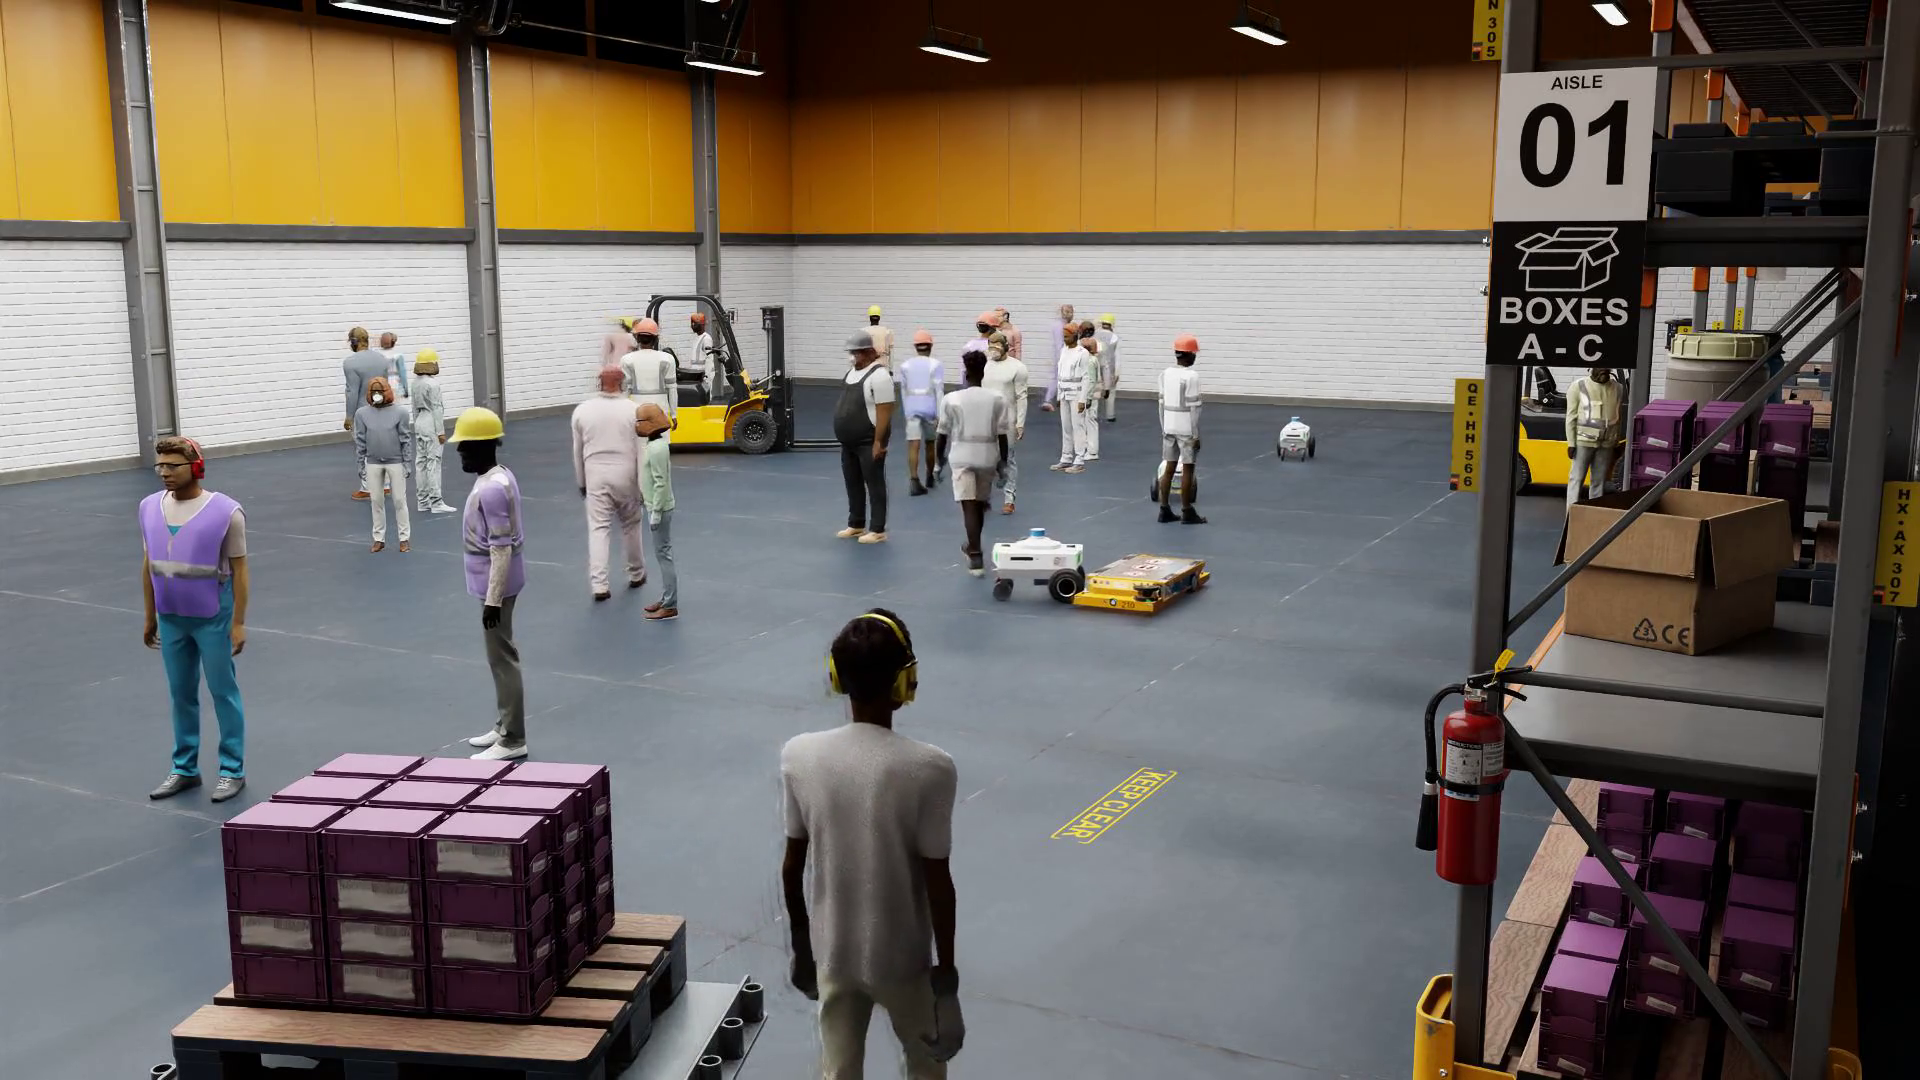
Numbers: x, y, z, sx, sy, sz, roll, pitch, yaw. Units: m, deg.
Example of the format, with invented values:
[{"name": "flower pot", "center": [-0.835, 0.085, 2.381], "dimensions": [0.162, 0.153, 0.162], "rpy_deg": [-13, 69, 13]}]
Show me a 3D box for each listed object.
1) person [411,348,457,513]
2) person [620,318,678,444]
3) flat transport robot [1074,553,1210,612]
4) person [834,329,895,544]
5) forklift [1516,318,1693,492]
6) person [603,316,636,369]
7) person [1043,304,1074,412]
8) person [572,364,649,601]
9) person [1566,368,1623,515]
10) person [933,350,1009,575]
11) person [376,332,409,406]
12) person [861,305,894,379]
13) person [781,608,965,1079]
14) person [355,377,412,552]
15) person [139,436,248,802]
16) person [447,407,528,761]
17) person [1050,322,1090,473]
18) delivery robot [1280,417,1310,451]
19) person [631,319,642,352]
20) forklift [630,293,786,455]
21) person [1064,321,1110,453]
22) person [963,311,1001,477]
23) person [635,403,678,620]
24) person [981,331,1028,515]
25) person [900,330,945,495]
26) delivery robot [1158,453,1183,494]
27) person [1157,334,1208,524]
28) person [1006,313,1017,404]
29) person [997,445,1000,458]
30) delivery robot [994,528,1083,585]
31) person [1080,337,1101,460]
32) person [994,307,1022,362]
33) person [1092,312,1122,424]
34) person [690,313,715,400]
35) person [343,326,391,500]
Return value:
[{"name": "person", "center": [-5.615, -1.159, 17.649], "dimensions": [0.484, 1.744, 0.294], "rpy_deg": [8, 13, 40]}, {"name": "person", "center": [-3.370, -1.381, 18.065], "dimensions": [0.607, 2.044, 0.374], "rpy_deg": [-1, 10, -7]}, {"name": "flat transport robot", "center": [1.477, 0.325, 13.314], "dimensions": [0.652, 0.197, 1.431], "rpy_deg": [5, 11, 25]}, {"name": "person", "center": [-0.945, -0.990, 15.806], "dimensions": [0.535, 2.000, 0.692], "rpy_deg": [-7, 12, -36]}, {"name": "forklift", "center": [7.066, -1.601, 18.899], "dimensions": [2.313, 2.155, 1.214], "rpy_deg": [5, 11, 27]}, {"name": "person", "center": [-5.571, -2.791, 27.170], "dimensions": [0.663, 1.717, 0.328], "rpy_deg": [0, 10, 0]}, {"name": "person", "center": [1.816, -3.127, 28.698], "dimensions": [0.641, 1.909, 0.687], "rpy_deg": [6, 11, 30]}, {"name": "person", "center": [-2.773, -0.475, 13.357], "dimensions": [0.648, 1.861, 0.931], "rpy_deg": [0, 10, -1]}, {"name": "person", "center": [6.209, -0.967, 16.272], "dimensions": [0.587, 1.835, 0.404], "rpy_deg": [-2, 10, -10]}, {"name": "person", "center": [0.101, -0.681, 14.401], "dimensions": [0.621, 1.913, 1.028], "rpy_deg": [-2, 10, -13]}, {"name": "person", "center": [-8.098, -2.142, 23.679], "dimensions": [0.541, 1.621, 0.490], "rpy_deg": [3, 10, 17]}, {"name": "person", "center": [-1.330, -2.709, 26.086], "dimensions": [0.594, 1.924, 0.383], "rpy_deg": [-3, 10, -18]}, {"name": "person", "center": [-0.184, 1.078, 4.419], "dimensions": [0.564, 1.832, 0.895], "rpy_deg": [3, 10, 19]}, {"name": "person", "center": [-5.281, -0.688, 15.267], "dimensions": [0.501, 1.625, 0.282], "rpy_deg": [-1, 10, -4]}, {"name": "person", "center": [-3.835, 0.391, 8.370], "dimensions": [0.563, 1.847, 0.389], "rpy_deg": [2, 10, 11]}, {"name": "person", "center": [-2.546, 0.242, 9.007], "dimensions": [0.376, 1.924, 0.595], "rpy_deg": [-3, 10, -15]}, {"name": "person", "center": [1.394, -1.780, 20.834], "dimensions": [0.356, 1.884, 0.572], "rpy_deg": [-6, 12, -32]}, {"name": "delivery robot", "center": [4.477, -1.400, 22.207], "dimensions": [0.477, 0.478, 0.707], "rpy_deg": [3, 10, 15]}, {"name": "person", "center": [-4.640, -2.382, 24.614], "dimensions": [0.930, 1.795, 0.542], "rpy_deg": [-4, 11, -23]}, {"name": "forklift", "center": [-3.588, -2.317, 23.042], "dimensions": [2.313, 2.155, 1.214], "rpy_deg": [-1, 10, -5]}, {"name": "person", "center": [1.747, -2.104, 22.928], "dimensions": [0.652, 1.807, 0.791], "rpy_deg": [-1, 10, -8]}, {"name": "person", "center": [0.336, -1.789, 20.434], "dimensions": [0.615, 2.038, 0.395], "rpy_deg": [6, 12, 32]}, {"name": "person", "center": [-2.282, -0.216, 12.501], "dimensions": [0.279, 1.631, 0.504], "rpy_deg": [-2, 10, -9]}, {"name": "person", "center": [0.403, -1.231, 17.515], "dimensions": [0.628, 1.935, 0.373], "rpy_deg": [4, 11, 22]}, {"name": "person", "center": [-0.430, -1.463, 19.126], "dimensions": [0.540, 1.865, 1.023], "rpy_deg": [2, 10, 10]}, {"name": "delivery robot", "center": [2.413, -0.775, 18.568], "dimensions": [0.477, 0.478, 0.707], "rpy_deg": [2, 9, 12]}, {"name": "person", "center": [2.254, -1.113, 16.872], "dimensions": [0.484, 1.930, 0.560], "rpy_deg": [-7, 12, -35]}, {"name": "person", "center": [0.796, -3.310, 30.234], "dimensions": [0.533, 1.697, 0.318], "rpy_deg": [5, 11, 27]}, {"name": "person", "center": [0.383, -1.899, 22.246], "dimensions": [0.285, 1.633, 0.500], "rpy_deg": [-9, 13, -43]}, {"name": "delivery robot", "center": [0.621, 0.150, 13.234], "dimensions": [0.707, 0.478, 0.477], "rpy_deg": [1, 10, 5]}, {"name": "person", "center": [1.722, -1.868, 22.090], "dimensions": [0.308, 1.644, 0.525], "rpy_deg": [1, 10, 4]}, {"name": "person", "center": [0.633, -2.686, 26.015], "dimensions": [0.654, 1.905, 0.408], "rpy_deg": [5, 11, 25]}, {"name": "person", "center": [2.296, -2.736, 26.597], "dimensions": [0.598, 1.809, 0.737], "rpy_deg": [4, 11, 22]}, {"name": "person", "center": [-3.738, -2.346, 24.107], "dimensions": [0.354, 1.885, 0.573], "rpy_deg": [-4, 11, -22]}, {"name": "person", "center": [-6.614, -1.408, 18.530], "dimensions": [0.370, 1.938, 0.627], "rpy_deg": [4, 11, 23]}]
